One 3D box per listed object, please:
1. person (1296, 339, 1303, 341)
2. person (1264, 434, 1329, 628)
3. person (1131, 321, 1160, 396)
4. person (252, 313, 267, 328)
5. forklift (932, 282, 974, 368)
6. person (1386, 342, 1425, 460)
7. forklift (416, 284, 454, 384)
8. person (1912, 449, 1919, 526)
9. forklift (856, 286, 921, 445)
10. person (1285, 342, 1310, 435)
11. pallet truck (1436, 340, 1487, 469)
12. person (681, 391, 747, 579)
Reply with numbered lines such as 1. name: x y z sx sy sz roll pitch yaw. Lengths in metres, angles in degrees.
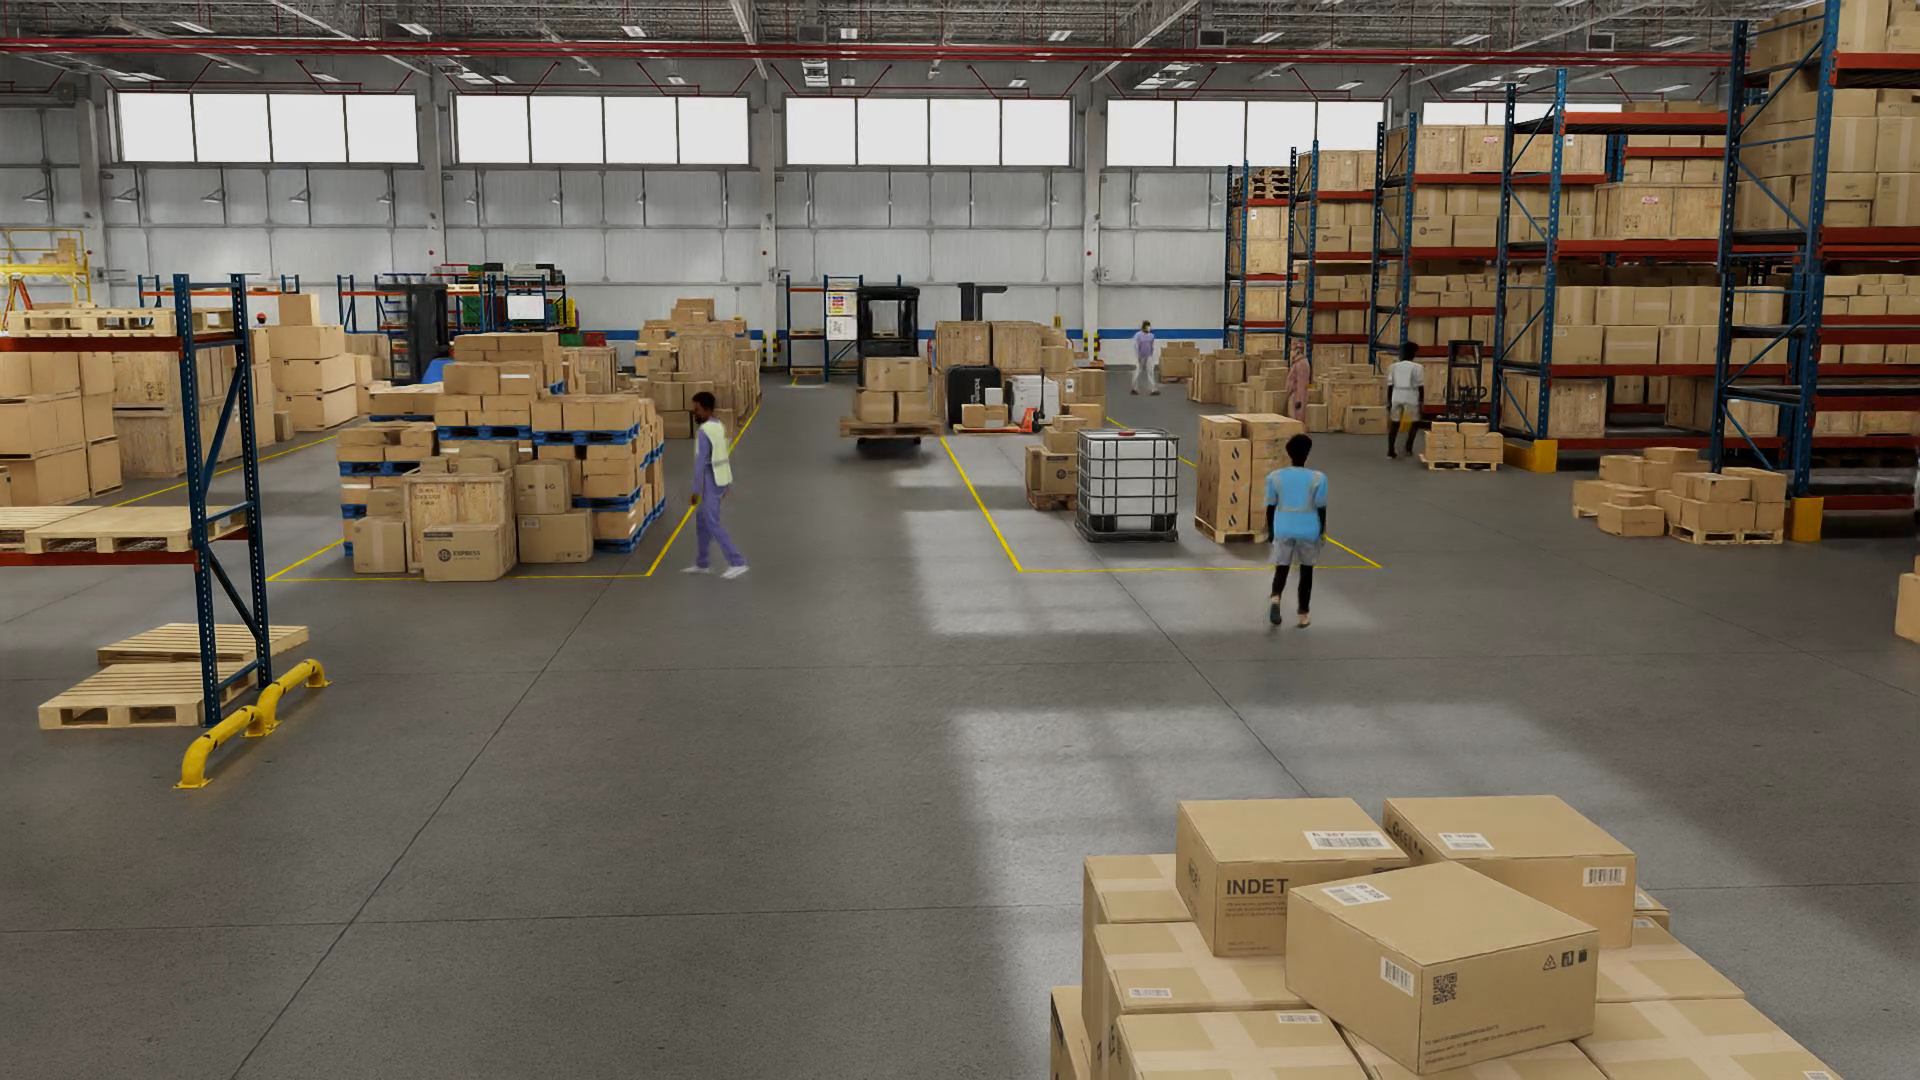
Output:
1. person: 8.645 -4.424 41.772 0.646 1.614 0.567 -5 11 -31
2. person: 2.851 -0.059 14.172 0.539 1.685 0.486 4 10 22
3. person: 4.623 -4.558 41.771 0.629 1.890 0.978 -4 10 -24
4. person: -20.387 -5.671 48.603 0.548 1.932 0.377 3 10 20
5. forklift: 0.185 -5.571 45.012 1.873 2.768 1.129 -1 9 -4
6. person: 7.312 -2.275 27.278 0.654 1.929 0.589 8 12 39
7. forklift: -12.108 -4.521 38.419 1.873 2.768 1.129 2 9 11
8. person: 9.068 -0.321 15.156 0.979 1.887 0.569 -5 10 -27
9. forklift: -1.310 -3.176 29.970 1.129 2.768 1.873 -1 9 -4
10. person: 5.717 -2.407 28.203 0.402 1.904 0.652 2 9 10
11. pallet truck: 8.004 -2.170 26.422 0.823 1.965 1.885 2 9 14
12. person: -2.483 -0.552 16.665 0.707 1.894 0.645 1 9 5
